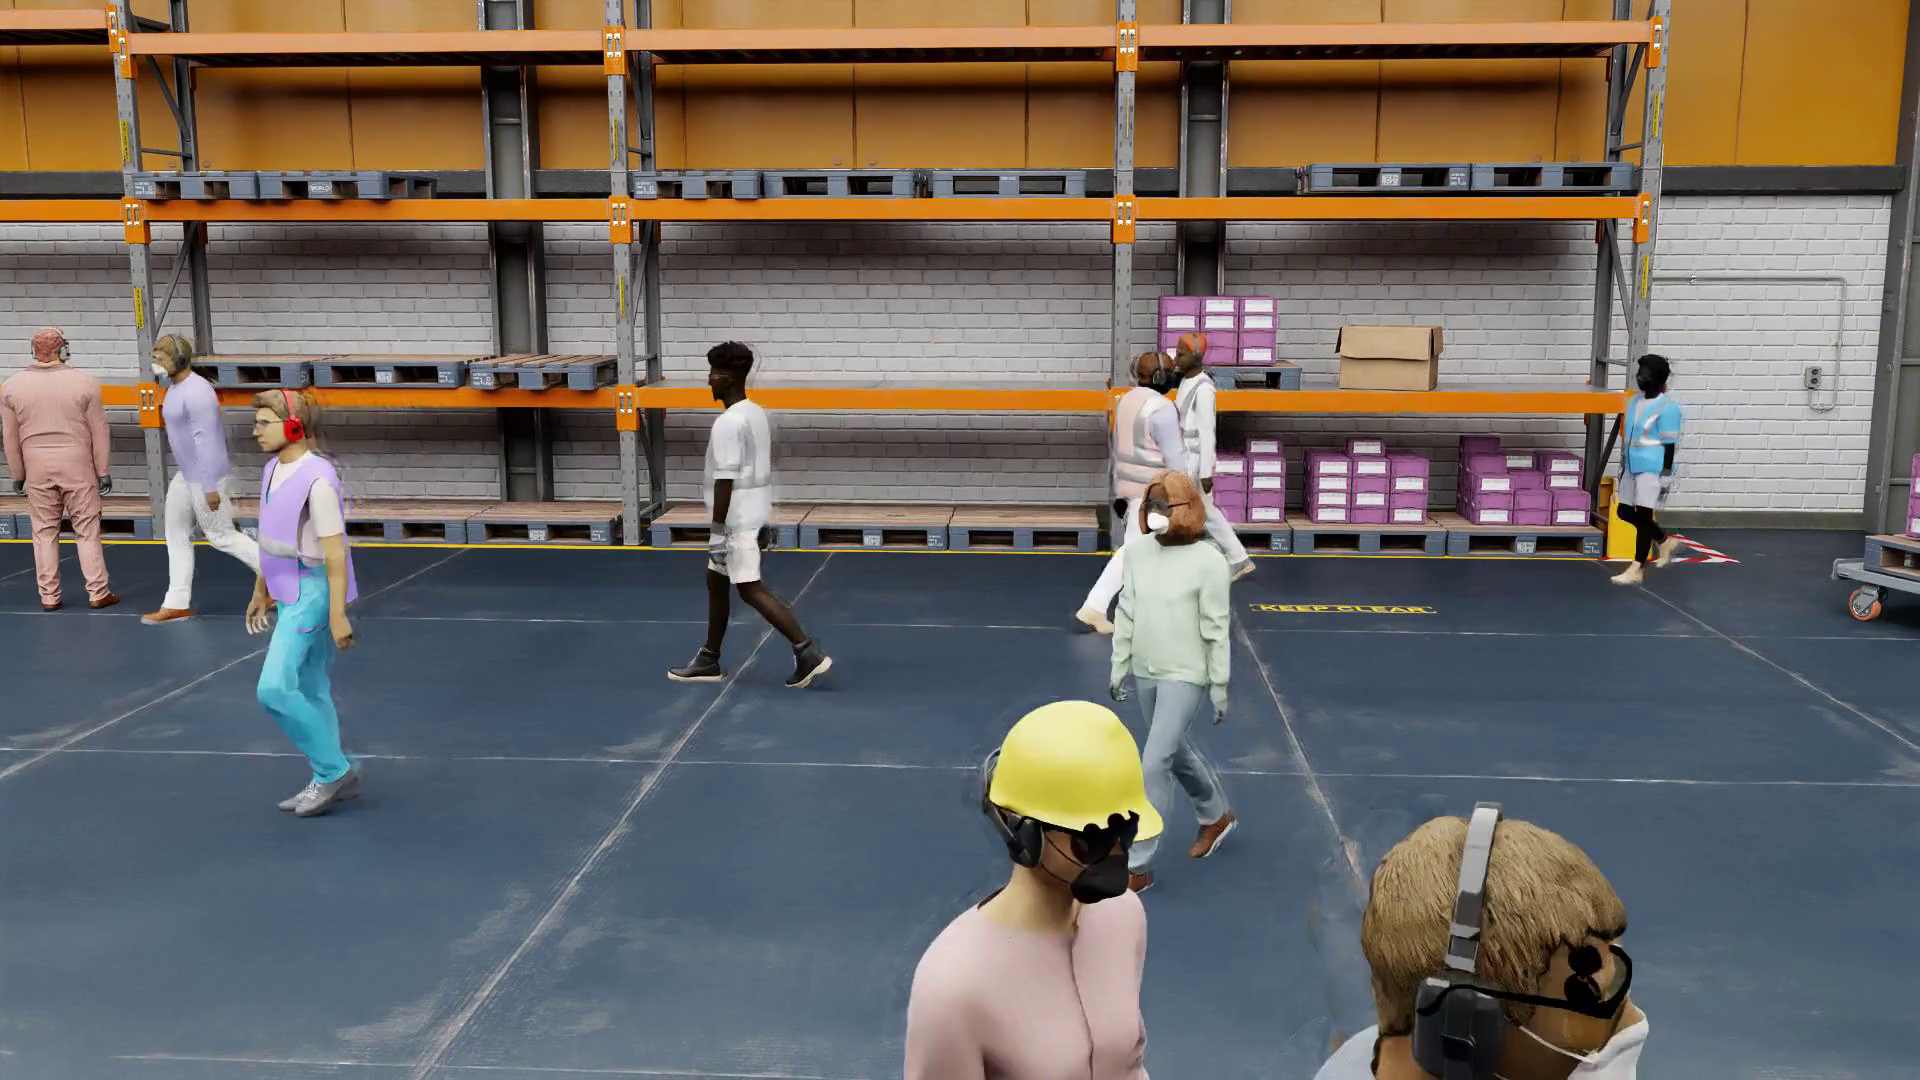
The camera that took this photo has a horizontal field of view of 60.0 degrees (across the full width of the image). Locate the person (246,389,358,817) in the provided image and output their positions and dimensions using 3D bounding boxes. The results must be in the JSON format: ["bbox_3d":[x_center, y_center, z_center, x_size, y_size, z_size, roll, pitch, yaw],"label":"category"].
[{"bbox_3d":[-2.816,0.271,7.075,0.456,1.829,0.576,-7,12,-34],"label":"person"}]

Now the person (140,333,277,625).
[{"bbox_3d":[-4.879,-0.409,10.879,0.919,1.903,0.647,-8,13,-39],"label":"person"}]

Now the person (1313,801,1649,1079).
[{"bbox_3d":[0.438,1.164,1.687,1.011,1.893,0.647,3,10,18],"label":"person"}]

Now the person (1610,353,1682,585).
[{"bbox_3d":[5.022,-0.513,12.062,0.546,1.684,0.546,-2,10,-11],"label":"person"}]

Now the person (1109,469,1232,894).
[{"bbox_3d":[0.818,0.512,6.340,0.812,1.599,0.507,-8,13,-39],"label":"person"}]

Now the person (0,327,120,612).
[{"bbox_3d":[-6.035,-0.469,11.179,0.643,1.910,0.400,-2,10,-10],"label":"person"}]

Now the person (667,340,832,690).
[{"bbox_3d":[-1.153,-0.128,9.121,0.943,1.934,0.610,2,10,9],"label":"person"}]

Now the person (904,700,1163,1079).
[{"bbox_3d":[0.071,1.079,2.584,0.513,1.748,0.541,8,13,41],"label":"person"}]

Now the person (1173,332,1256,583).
[{"bbox_3d":[1.703,-0.570,11.951,0.958,1.849,0.573,0,10,0],"label":"person"}]

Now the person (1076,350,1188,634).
[{"bbox_3d":[1.161,-0.303,10.561,0.960,1.805,0.615,-3,10,-15],"label":"person"}]
